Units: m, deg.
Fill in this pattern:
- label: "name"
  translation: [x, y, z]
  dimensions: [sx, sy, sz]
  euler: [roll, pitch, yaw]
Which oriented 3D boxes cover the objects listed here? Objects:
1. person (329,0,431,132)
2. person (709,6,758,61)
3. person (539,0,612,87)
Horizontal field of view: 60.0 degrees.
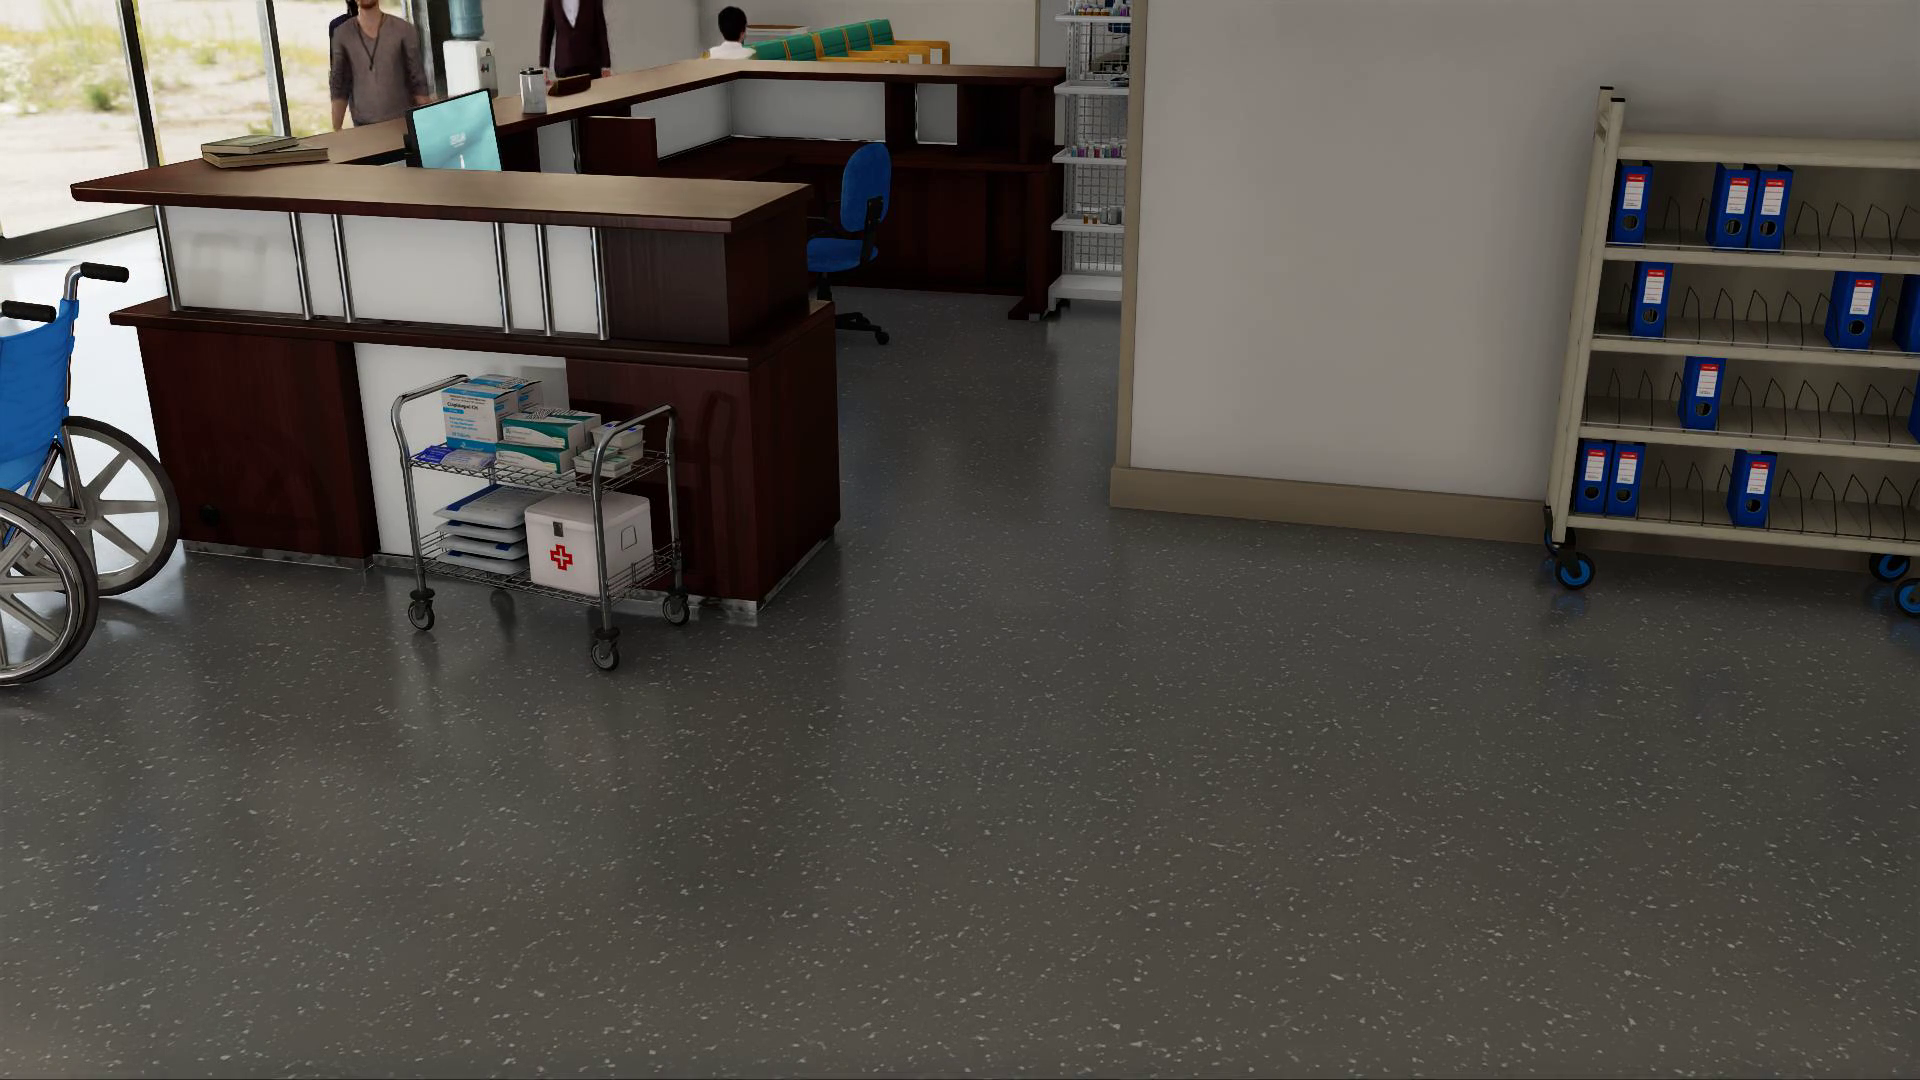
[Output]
- label: "person"
  translation: [-3.463, -2.511, 10.131]
  dimensions: [0.972, 1.881, 0.952]
  euler: [-1, 21, -2]
- label: "person"
  translation: [-1.612, -2.970, 11.840]
  dimensions: [0.944, 1.528, 0.664]
  euler: [7, 22, 19]
- label: "person"
  translation: [-3.244, -4.013, 14.187]
  dimensions: [1.194, 1.817, 0.979]
  euler: [0, 21, 0]
